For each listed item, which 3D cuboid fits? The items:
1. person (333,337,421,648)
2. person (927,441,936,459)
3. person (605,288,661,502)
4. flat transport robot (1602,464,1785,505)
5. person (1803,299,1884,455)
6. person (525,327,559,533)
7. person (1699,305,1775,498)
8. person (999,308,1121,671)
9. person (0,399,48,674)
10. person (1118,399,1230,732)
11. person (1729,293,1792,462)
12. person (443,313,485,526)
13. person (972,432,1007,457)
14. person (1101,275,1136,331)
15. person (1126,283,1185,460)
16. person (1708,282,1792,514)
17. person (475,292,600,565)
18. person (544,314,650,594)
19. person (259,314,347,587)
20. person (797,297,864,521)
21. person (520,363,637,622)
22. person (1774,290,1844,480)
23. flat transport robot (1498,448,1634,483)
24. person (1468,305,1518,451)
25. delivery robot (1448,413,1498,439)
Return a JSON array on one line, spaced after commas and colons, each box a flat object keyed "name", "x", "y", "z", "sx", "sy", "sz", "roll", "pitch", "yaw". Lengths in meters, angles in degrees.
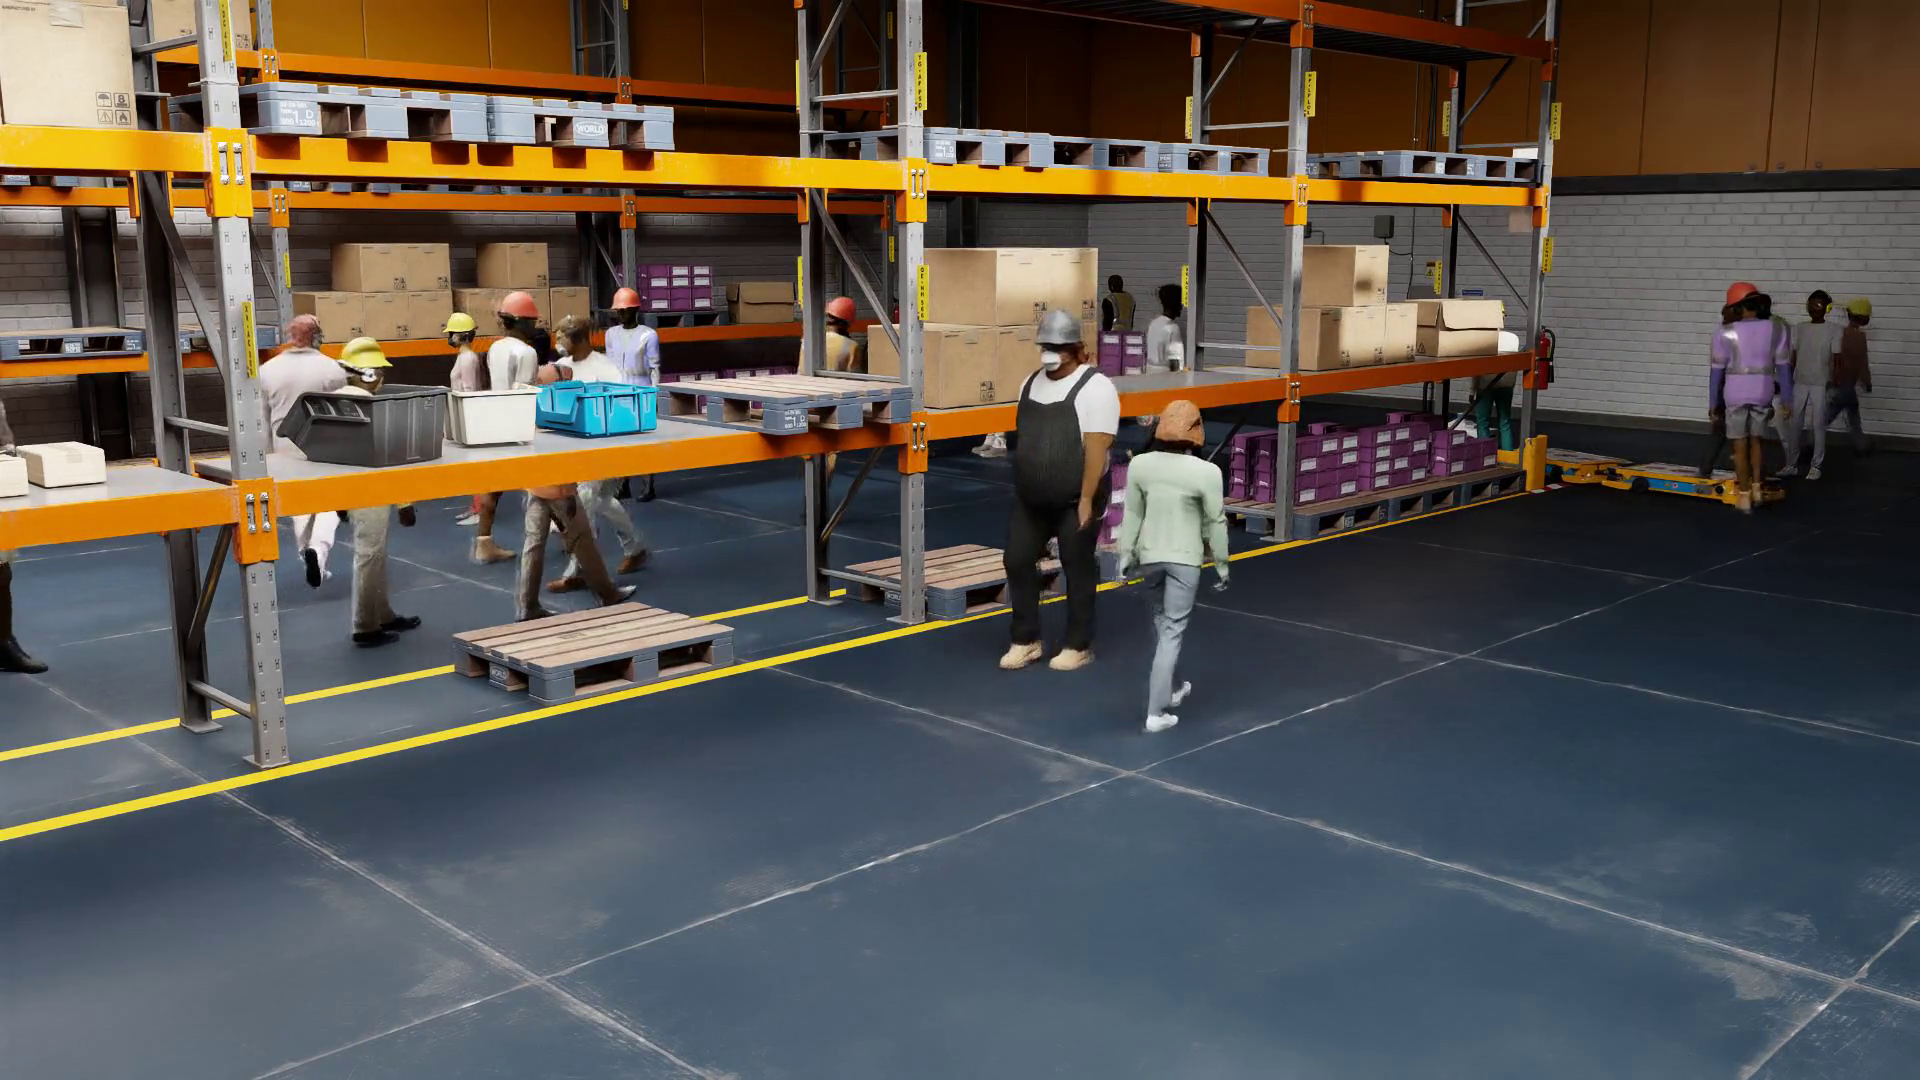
[{"name": "person", "x": -3.459, "y": -0.282, "z": 9.819, "sx": 0.461, "sy": 1.831, "sz": 0.603, "roll": -10, "pitch": 14, "yaw": -43}, {"name": "person", "x": -0.490, "y": -1.714, "z": 17.927, "sx": 0.541, "sy": 1.695, "sz": 0.316, "roll": 2, "pitch": 11, "yaw": 13}, {"name": "person", "x": -2.967, "y": -1.303, "z": 15.031, "sx": 0.547, "sy": 1.938, "sz": 0.378, "roll": 3, "pitch": 11, "yaw": 18}, {"name": "flat transport robot", "x": 6.769, "y": -0.535, "z": 15.392, "sx": 0.652, "sy": 0.197, "sz": 1.431, "roll": -7, "pitch": 13, "yaw": -35}, {"name": "person", "x": 9.696, "y": -1.764, "z": 18.160, "sx": 0.892, "sy": 1.715, "sz": 0.537, "roll": 1, "pitch": 10, "yaw": 6}, {"name": "person", "x": -3.395, "y": -0.880, "z": 13.446, "sx": 0.536, "sy": 1.678, "sz": 0.465, "roll": 6, "pitch": 12, "yaw": 28}, {"name": "person", "x": 7.058, "y": -1.242, "z": 15.085, "sx": 0.589, "sy": 1.806, "sz": 0.458, "roll": 10, "pitch": 14, "yaw": 43}, {"name": "person", "x": 0.498, "y": -0.269, "z": 9.109, "sx": 0.694, "sy": 2.000, "sz": 0.667, "roll": 8, "pitch": 13, "yaw": 36}, {"name": "person", "x": -5.306, "y": -0.150, "z": 8.891, "sx": 0.375, "sy": 1.891, "sz": 0.621, "roll": 7, "pitch": 12, "yaw": 33}, {"name": "person", "x": 1.105, "y": 0.104, "z": 8.238, "sx": 0.532, "sy": 1.602, "sz": 0.758, "roll": 7, "pitch": 13, "yaw": 34}, {"name": "person", "x": 8.638, "y": -1.724, "z": 17.714, "sx": 0.684, "sy": 1.809, "sz": 0.644, "roll": -3, "pitch": 11, "yaw": -17}, {"name": "person", "x": -4.113, "y": -1.004, "z": 13.869, "sx": 0.311, "sy": 1.769, "sz": 0.522, "roll": -3, "pitch": 11, "yaw": -16}, {"name": "person", "x": 0.325, "y": -1.897, "z": 18.114, "sx": 0.396, "sy": 1.992, "sz": 0.623, "roll": -2, "pitch": 11, "yaw": -13}, {"name": "person", "x": 2.251, "y": -2.902, "z": 24.027, "sx": 0.619, "sy": 1.840, "sz": 0.430, "roll": -10, "pitch": 14, "yaw": -43}, {"name": "person", "x": 1.945, "y": -1.535, "z": 16.285, "sx": 0.626, "sy": 1.950, "sz": 0.617, "roll": -4, "pitch": 11, "yaw": -20}, {"name": "person", "x": 6.856, "y": -1.240, "z": 14.516, "sx": 0.667, "sy": 2.006, "sz": 0.612, "roll": 1, "pitch": 10, "yaw": 7}, {"name": "person", "x": -3.210, "y": -0.835, "z": 12.333, "sx": 0.632, "sy": 1.985, "sz": 1.027, "roll": 10, "pitch": 14, "yaw": 44}, {"name": "person", "x": -2.520, "y": -0.624, "z": 11.518, "sx": 0.624, "sy": 1.885, "sz": 0.995, "roll": 10, "pitch": 14, "yaw": 43}, {"name": "person", "x": -4.439, "y": -0.582, "z": 11.284, "sx": 0.653, "sy": 1.881, "sz": 0.699, "roll": 0, "pitch": 10, "yaw": 0}, {"name": "person", "x": -1.086, "y": -1.070, "z": 13.873, "sx": 0.558, "sy": 1.889, "sz": 0.599, "roll": 5, "pitch": 11, "yaw": 24}, {"name": "person", "x": -2.460, "y": -0.307, "z": 10.486, "sx": 0.541, "sy": 1.599, "sz": 0.807, "roll": 10, "pitch": 14, "yaw": 42}, {"name": "person", "x": 8.416, "y": -1.530, "z": 16.445, "sx": 0.329, "sy": 1.875, "sz": 0.516, "roll": -8, "pitch": 13, "yaw": -38}, {"name": "flat transport robot", "x": 5.982, "y": -0.760, "z": 16.616, "sx": 0.652, "sy": 0.197, "sz": 1.431, "roll": -4, "pitch": 11, "yaw": -22}, {"name": "person", "x": 5.331, "y": -1.514, "z": 16.685, "sx": 0.531, "sy": 1.761, "sz": 0.349, "roll": -3, "pitch": 11, "yaw": -15}, {"name": "delivery robot", "x": 5.228, "y": -1.083, "z": 17.348, "sx": 0.477, "sy": 0.478, "sz": 0.707, "roll": -9, "pitch": 14, "yaw": -41}]
